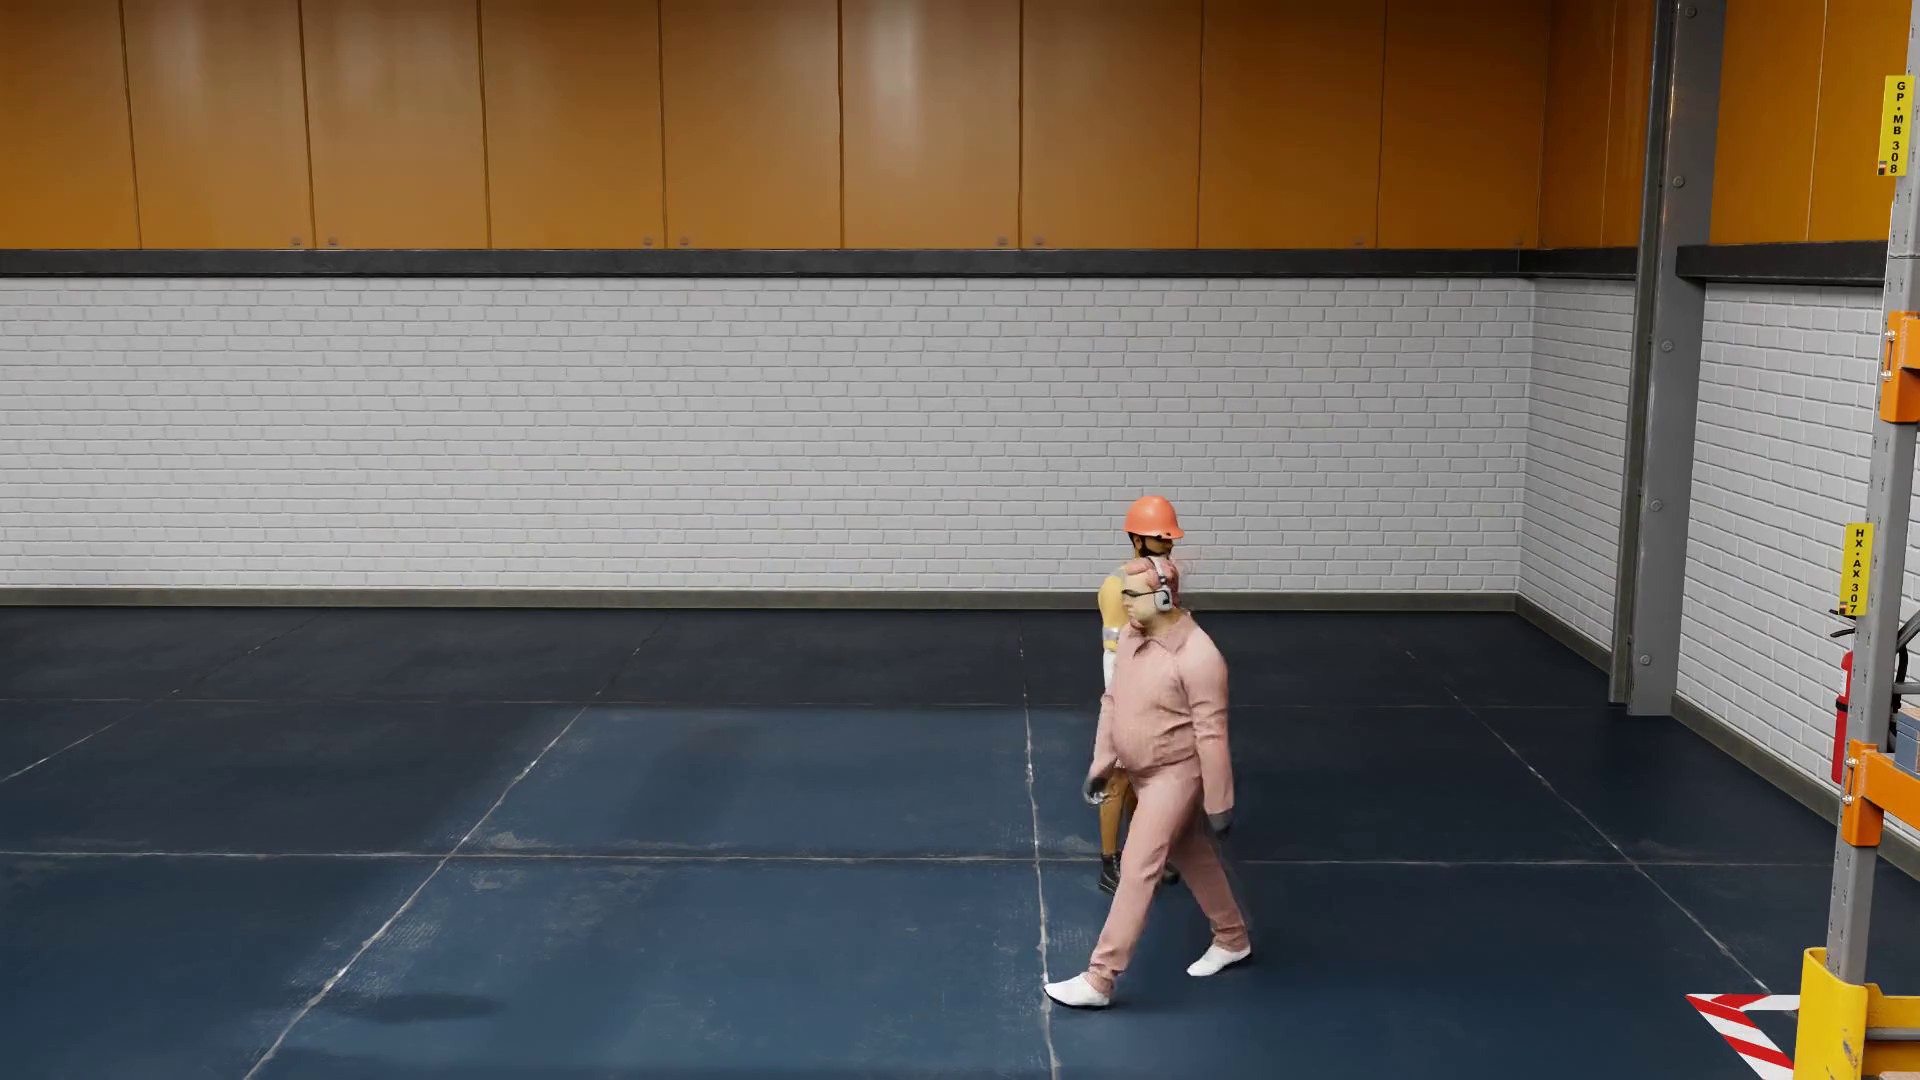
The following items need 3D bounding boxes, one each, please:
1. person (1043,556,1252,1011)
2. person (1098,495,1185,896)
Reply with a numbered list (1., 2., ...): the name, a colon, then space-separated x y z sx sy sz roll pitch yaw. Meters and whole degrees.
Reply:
1. person: 0.817 0.975 6.835 1.045 1.845 0.632 -3 10 -19
2. person: 0.888 0.742 7.939 0.379 1.937 0.548 7 12 38
